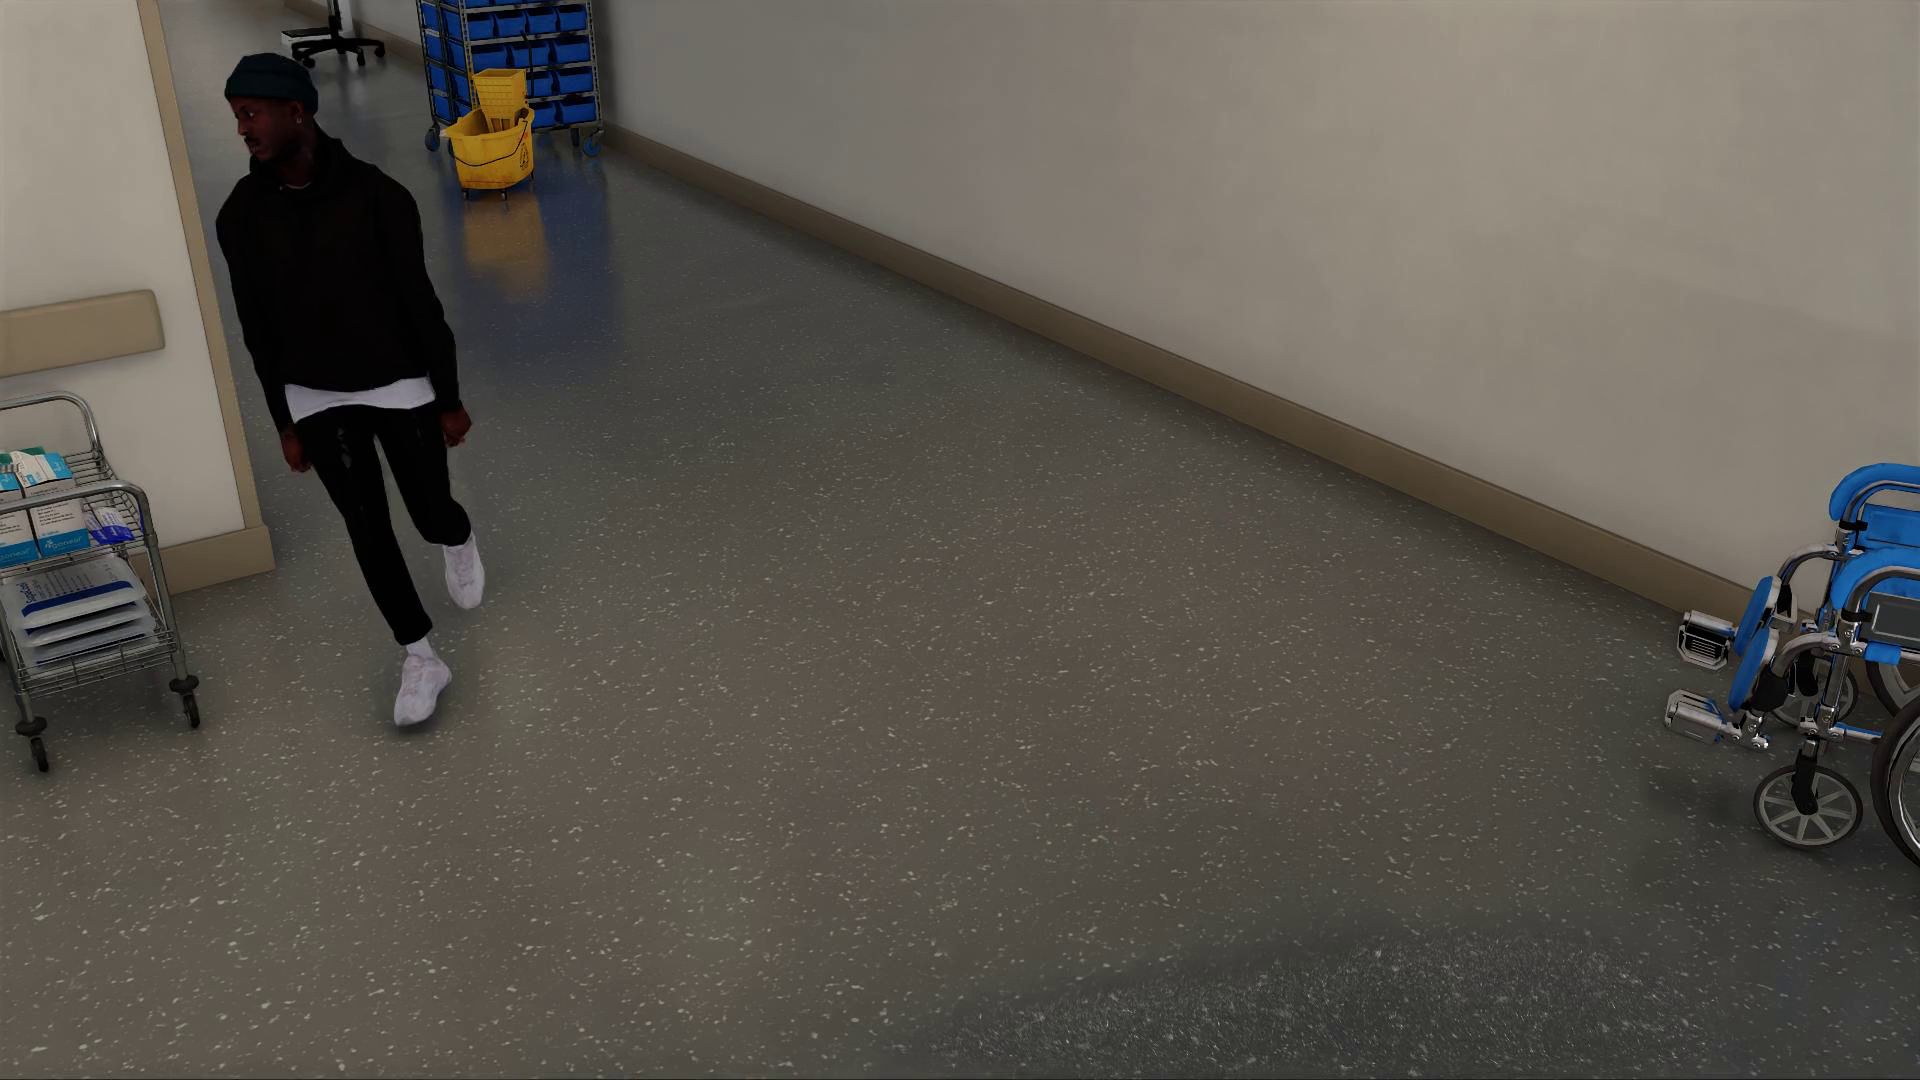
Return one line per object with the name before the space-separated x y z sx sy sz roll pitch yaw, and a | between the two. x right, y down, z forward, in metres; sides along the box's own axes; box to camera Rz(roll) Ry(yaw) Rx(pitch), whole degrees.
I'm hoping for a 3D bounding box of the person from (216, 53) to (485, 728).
person | -1.604 -0.405 4.524 1.048 1.782 1.035 -5 26 -11
